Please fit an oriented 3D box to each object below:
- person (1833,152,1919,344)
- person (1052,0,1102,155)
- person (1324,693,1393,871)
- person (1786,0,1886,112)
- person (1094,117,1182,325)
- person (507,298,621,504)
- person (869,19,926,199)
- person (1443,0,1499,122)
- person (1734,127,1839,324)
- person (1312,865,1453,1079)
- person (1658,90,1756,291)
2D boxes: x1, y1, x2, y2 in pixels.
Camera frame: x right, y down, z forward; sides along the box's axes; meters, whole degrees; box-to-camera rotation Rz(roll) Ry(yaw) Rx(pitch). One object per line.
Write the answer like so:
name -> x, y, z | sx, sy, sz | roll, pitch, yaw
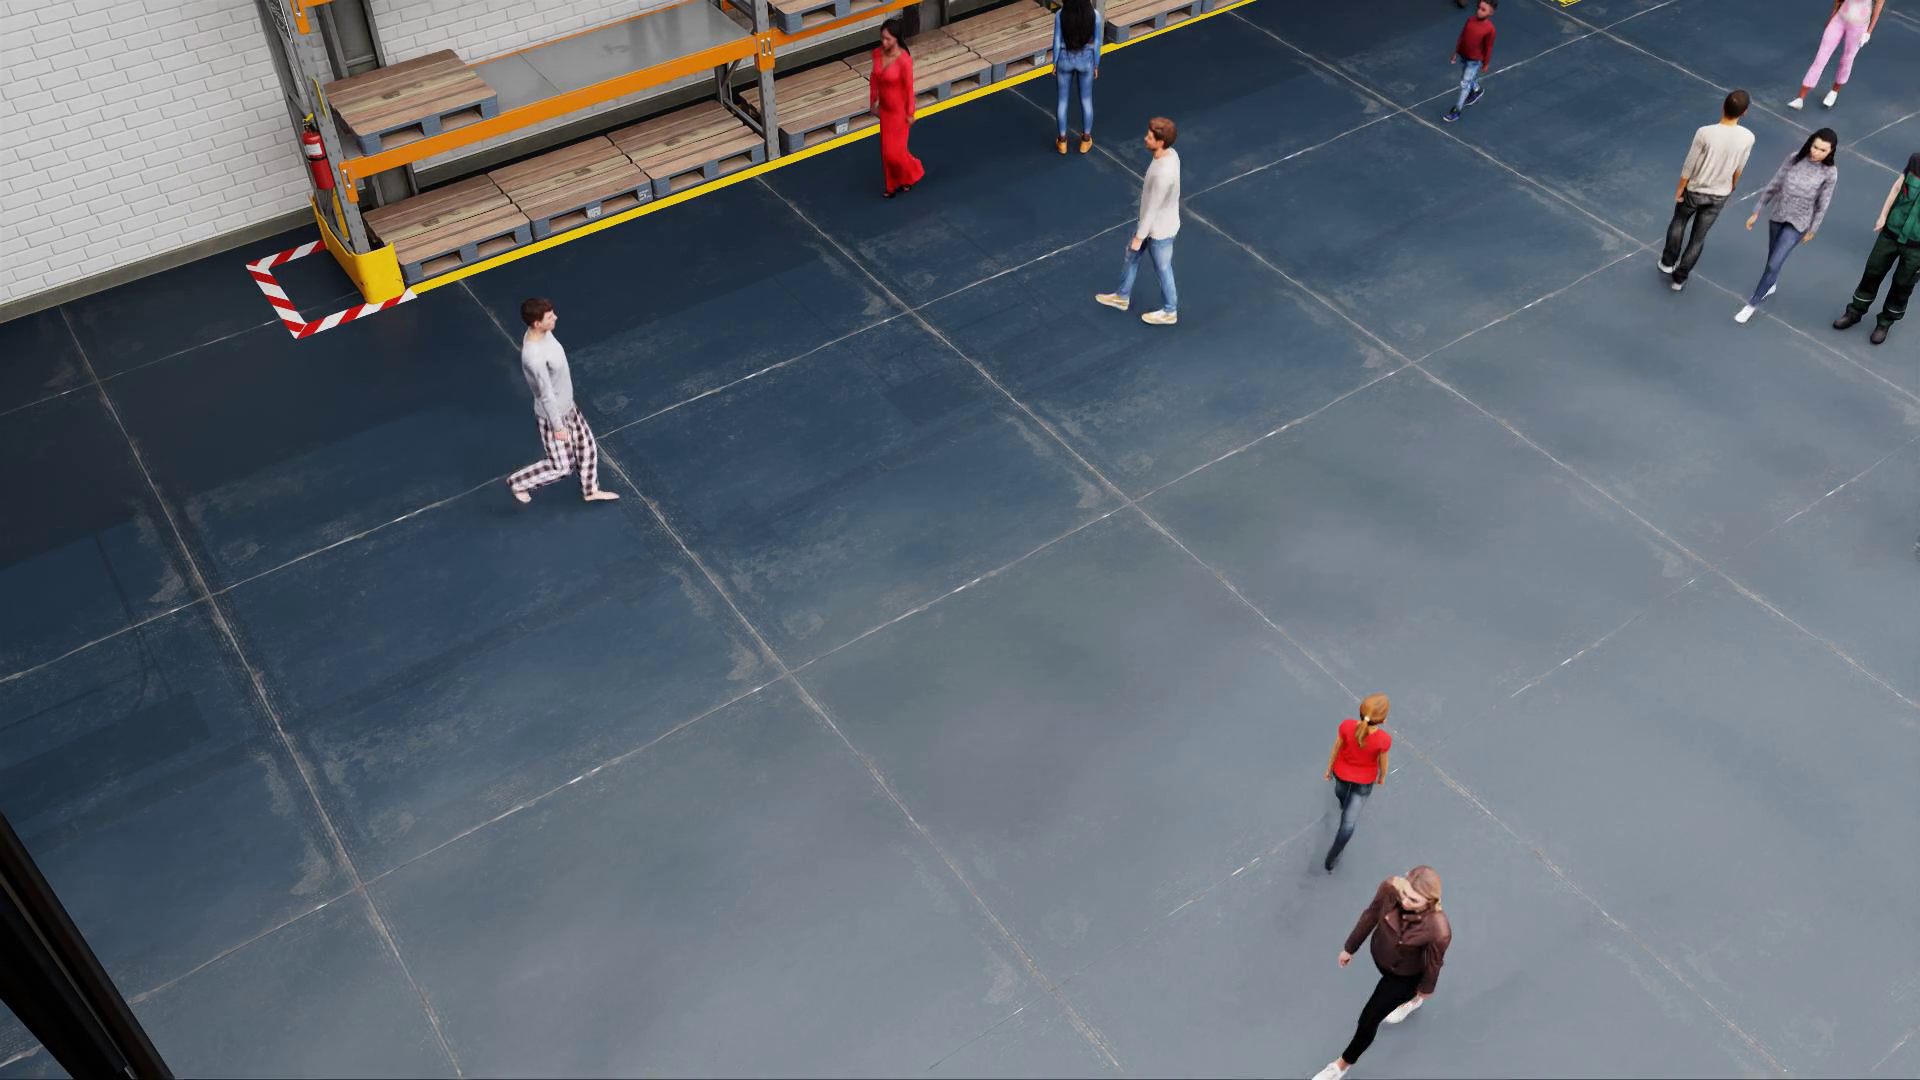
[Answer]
person -> 7.699, -2.489, 13.476 | 0.713, 1.901, 0.646 | 33, 53, 30
person -> 1.090, -4.461, 15.684 | 0.656, 1.711, 0.739 | 2, 44, 3
person -> 2.312, 1.437, 9.809 | 0.741, 1.275, 0.960 | 21, 47, 20
person -> 8.759, -5.050, 16.297 | 0.738, 1.719, 1.038 | 34, 53, 31
person -> 1.704, -2.552, 13.557 | 1.062, 1.879, 0.967 | 2, 44, 2
person -> -2.967, -0.926, 11.890 | 1.114, 1.826, 0.972 | -1, 44, -2
person -> -0.525, -3.903, 15.052 | 0.722, 1.774, 0.775 | 31, 52, 28
person -> 5.084, -4.786, 16.359 | 0.862, 1.251, 0.531 | -23, 48, -22
person -> 6.952, -2.685, 13.828 | 0.953, 1.699, 0.627 | -25, 49, -24
person -> 2.344, 2.184, 8.746 | 1.127, 1.660, 0.678 | -22, 48, -21
person -> 6.275, -2.870, 13.958 | 0.791, 1.788, 0.840 | 11, 45, 11
